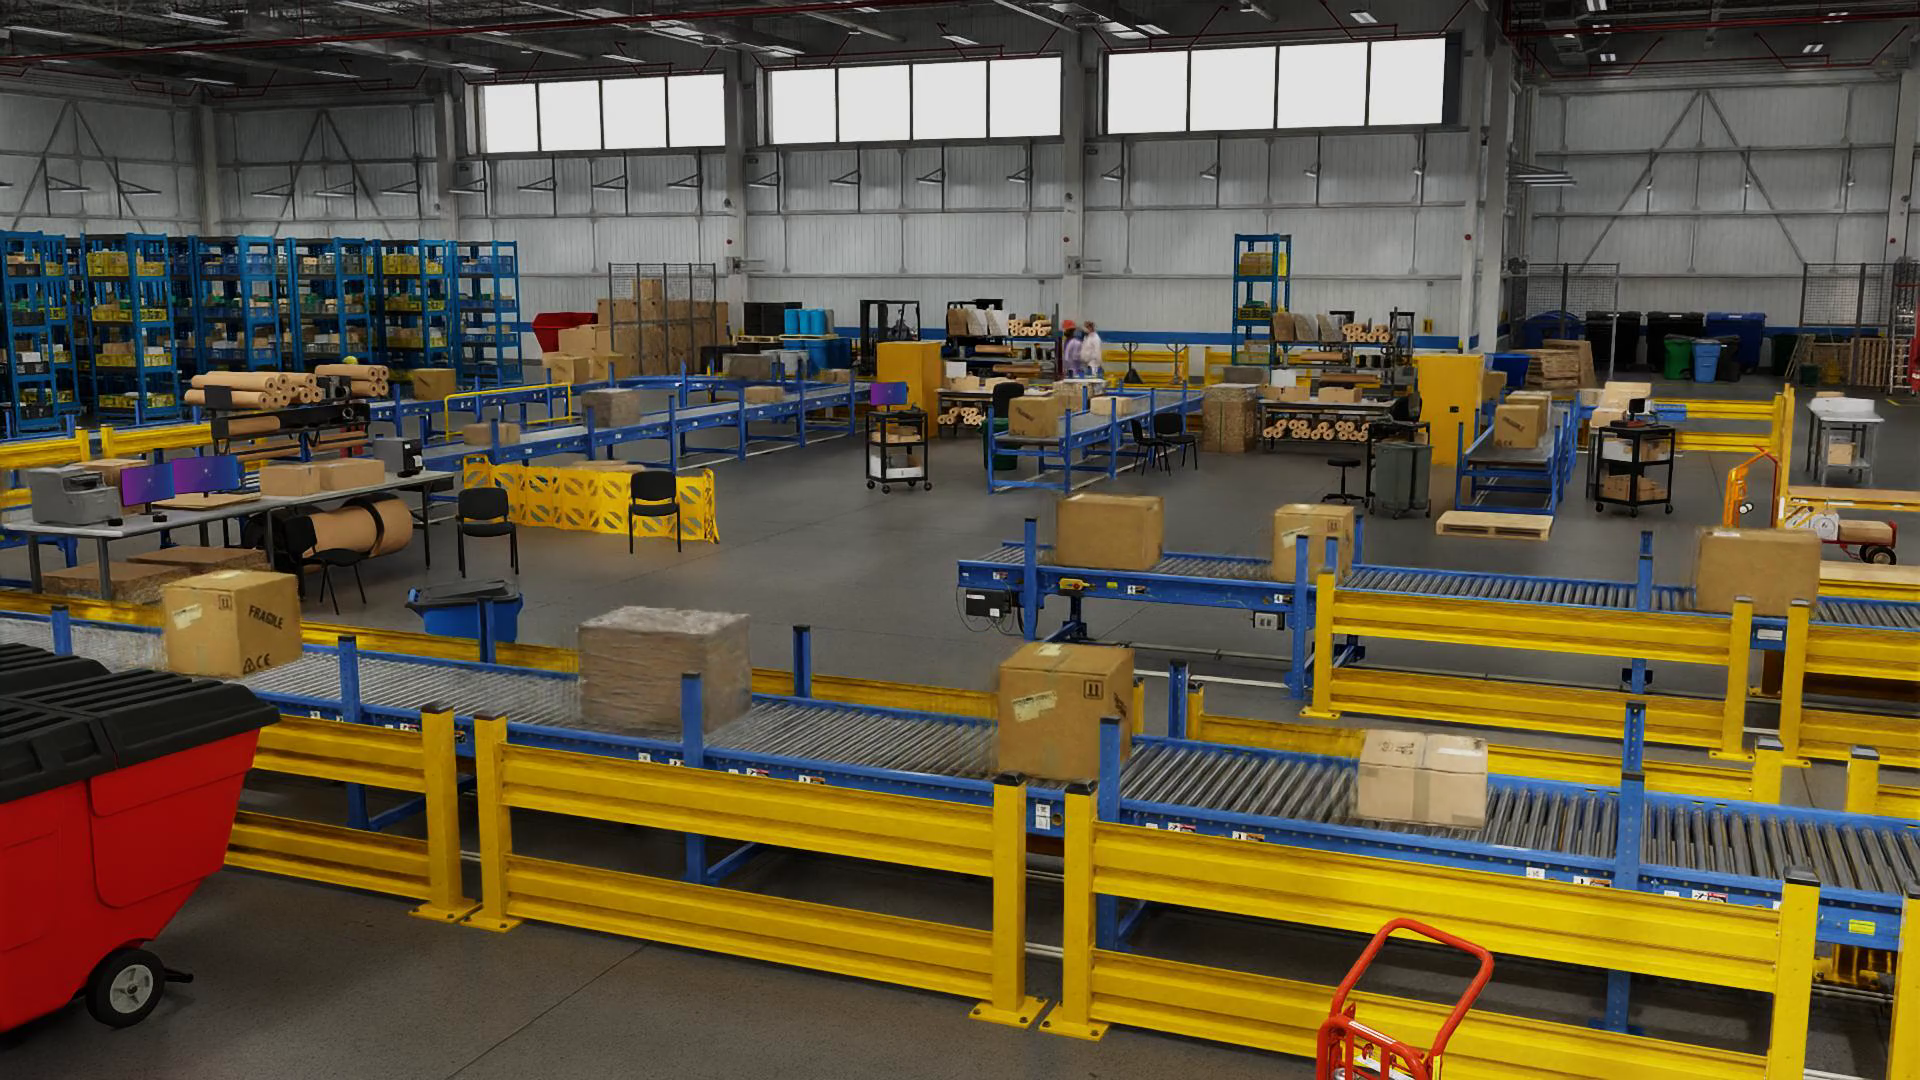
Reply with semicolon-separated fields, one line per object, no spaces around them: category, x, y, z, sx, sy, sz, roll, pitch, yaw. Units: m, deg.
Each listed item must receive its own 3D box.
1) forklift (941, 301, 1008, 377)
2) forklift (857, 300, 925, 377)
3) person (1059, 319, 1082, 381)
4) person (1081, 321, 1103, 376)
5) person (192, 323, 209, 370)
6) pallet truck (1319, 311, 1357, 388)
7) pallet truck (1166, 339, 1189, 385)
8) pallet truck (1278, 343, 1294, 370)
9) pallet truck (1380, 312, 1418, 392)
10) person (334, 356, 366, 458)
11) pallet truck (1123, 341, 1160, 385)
forklift;0.365;-4.966;41.571;1.157;1.987;2.680;3;10;20
forklift;-1.732;-5.109;42.468;1.157;1.987;2.680;4;10;22
person;2.207;-3.239;31.992;0.765;2.019;0.604;-4;10;-25
person;2.739;-3.707;35.304;0.975;1.859;0.656;-2;10;-14
person;-17.870;-4.322;39.086;0.563;1.838;0.389;-3;10;-19
pallet truck;9.071;-4.419;39.190;0.823;1.965;1.885;5;10;26
pallet truck;5.418;-4.269;40.420;0.704;1.261;1.522;3;10;20
pallet truck;7.886;-4.163;39.743;0.653;1.274;1.630;4;10;22
pallet truck;10.207;-4.283;38.369;0.823;1.965;1.885;3;10;20
person;-8.603;-1.717;23.544;0.522;1.762;0.320;4;10;20
pallet truck;4.445;-4.380;41.279;0.680;1.201;1.601;4;10;22
